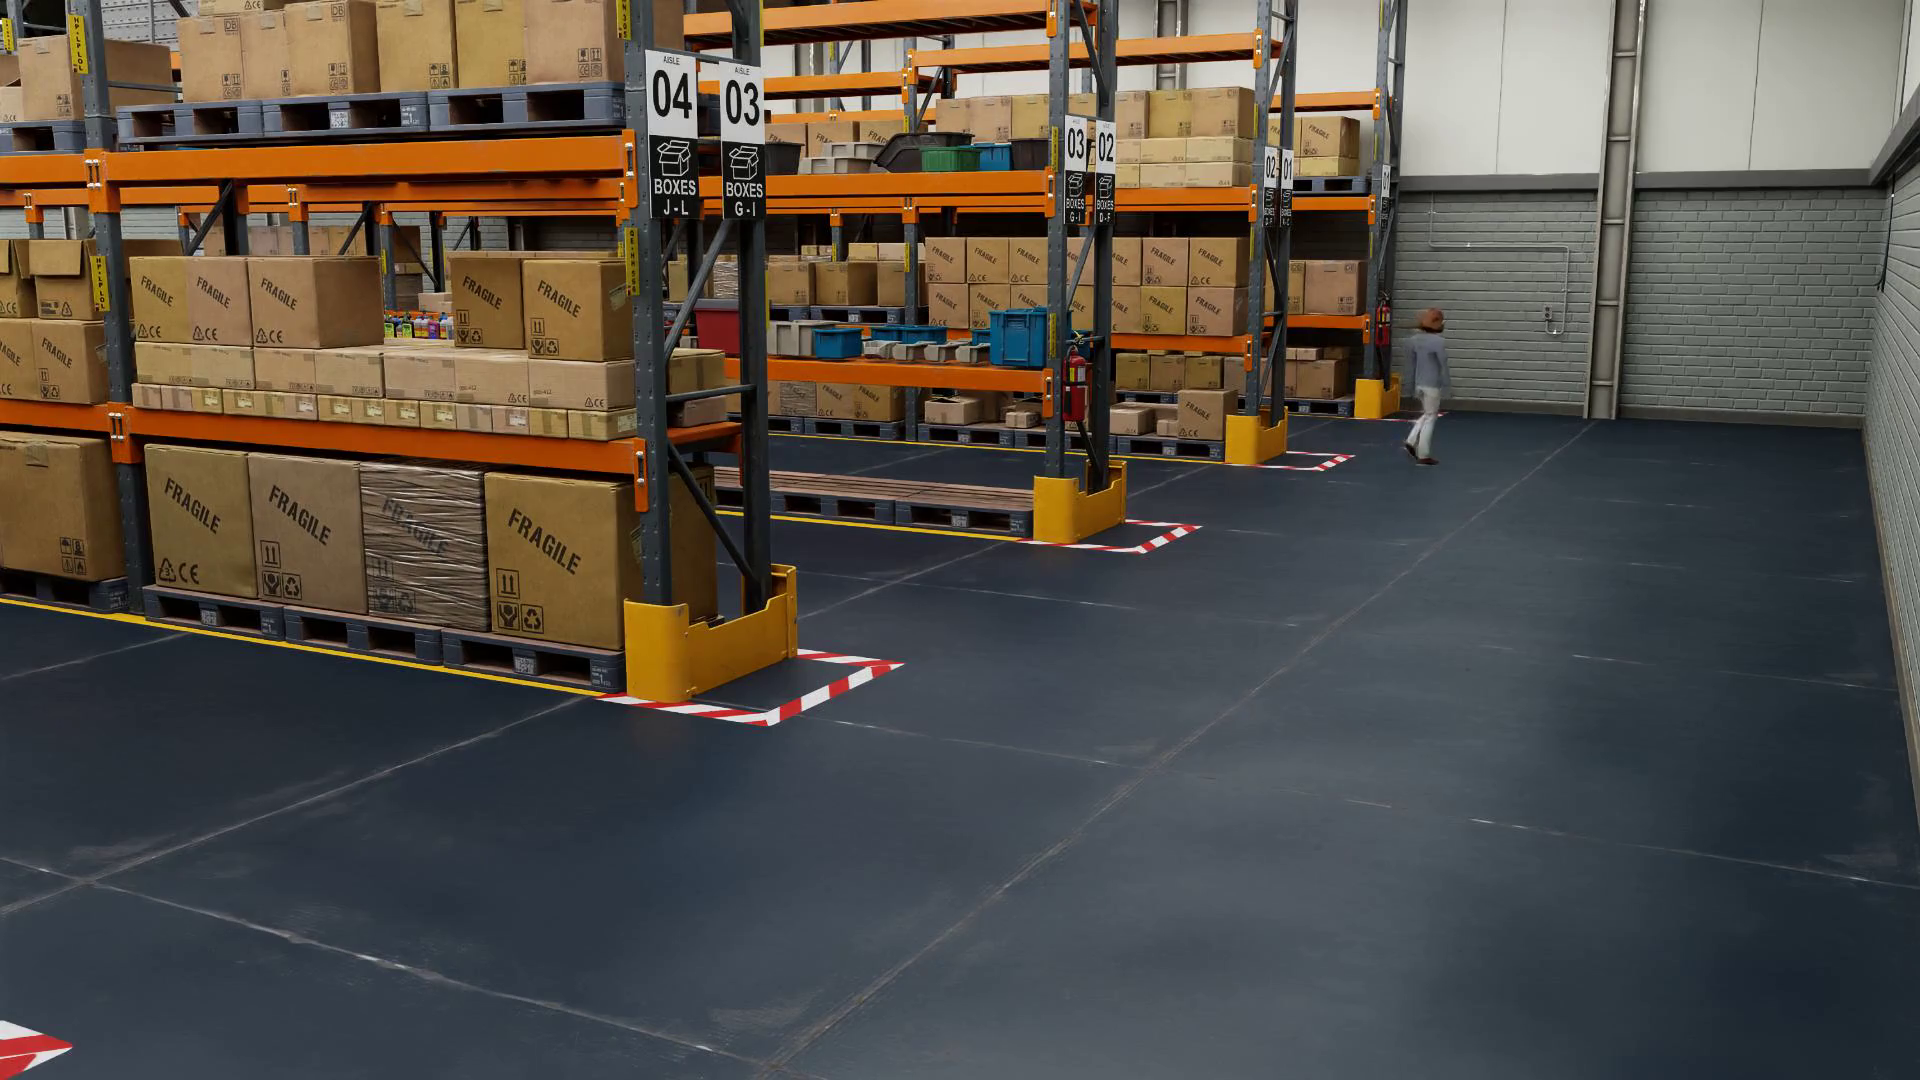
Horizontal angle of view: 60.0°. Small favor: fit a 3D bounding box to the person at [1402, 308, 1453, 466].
[{"bbox_3d":[4.818,-1.557,16.985,0.344,1.622,0.504,-3,11,-18],"label":"person"}]
